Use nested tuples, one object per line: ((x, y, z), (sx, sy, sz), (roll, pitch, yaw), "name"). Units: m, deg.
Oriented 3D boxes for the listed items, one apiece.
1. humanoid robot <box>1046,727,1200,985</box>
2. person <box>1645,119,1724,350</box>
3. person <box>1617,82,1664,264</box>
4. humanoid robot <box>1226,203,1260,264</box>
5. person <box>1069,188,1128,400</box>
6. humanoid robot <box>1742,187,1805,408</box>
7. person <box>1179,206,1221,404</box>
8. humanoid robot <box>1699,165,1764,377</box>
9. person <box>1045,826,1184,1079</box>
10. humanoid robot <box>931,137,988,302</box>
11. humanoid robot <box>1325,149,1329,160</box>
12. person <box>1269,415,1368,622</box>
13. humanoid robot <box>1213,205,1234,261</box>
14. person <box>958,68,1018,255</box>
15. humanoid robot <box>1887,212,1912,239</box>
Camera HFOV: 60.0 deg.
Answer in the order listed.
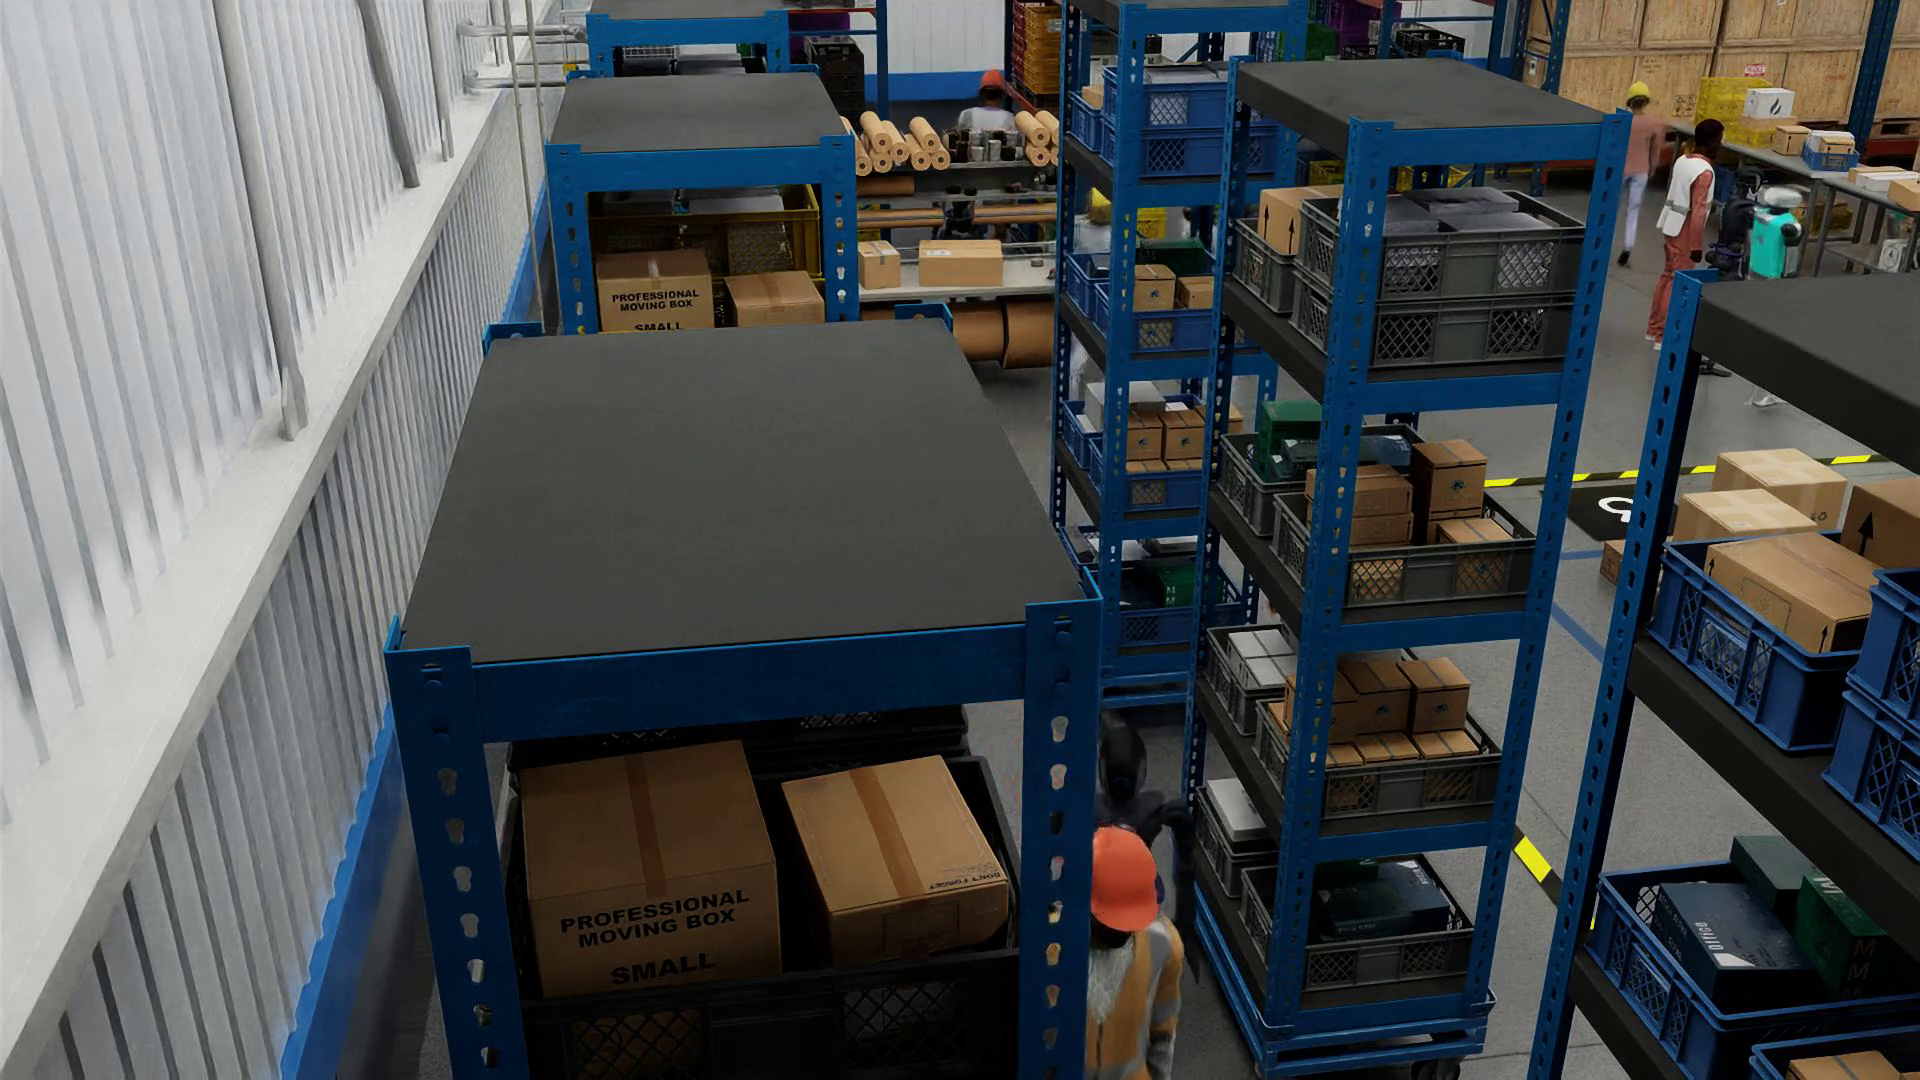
((0.531, 1.343, 5.746), (0.616, 1.620, 0.756), (-2, 25, -4), "humanoid robot")
((6.020, -2.539, 13.858), (0.392, 1.910, 0.594), (2, 25, 4), "person")
((6.607, -3.621, 16.421), (0.548, 1.727, 0.796), (7, 26, 16), "person")
((2.326, -2.225, 13.439), (0.602, 1.649, 0.386), (-6, 25, -12), "humanoid robot")
((1.033, -1.800, 12.469), (0.490, 1.714, 0.588), (13, 28, 26), "person")
((6.141, -1.735, 12.345), (0.813, 1.799, 0.559), (-6, 25, -13), "humanoid robot")
((1.712, -1.716, 12.125), (0.462, 1.855, 0.549), (-12, 27, -24), "person")
((6.141, -2.162, 13.296), (0.313, 1.657, 0.601), (1, 25, 2), "humanoid robot")
((0.352, 1.608, 4.819), (0.555, 1.922, 0.525), (-5, 25, -10), "person")
((0.000, -2.642, 14.349), (0.587, 1.655, 0.333), (13, 28, 26), "humanoid robot")
((4.091, -4.456, 18.338), (0.691, 1.638, 0.602), (0, 25, -1), "humanoid robot")
((1.749, 0.210, 7.955), (0.587, 1.846, 0.406), (-3, 25, -7), "person")
((2.044, -2.485, 14.013), (0.661, 1.855, 0.538), (-10, 26, -20), "humanoid robot")
((0.272, -3.396, 15.620), (0.605, 1.999, 1.001), (2, 25, 4), "person")
((9.112, -3.235, 15.645), (0.533, 1.777, 1.020), (-5, 25, -10), "humanoid robot")
